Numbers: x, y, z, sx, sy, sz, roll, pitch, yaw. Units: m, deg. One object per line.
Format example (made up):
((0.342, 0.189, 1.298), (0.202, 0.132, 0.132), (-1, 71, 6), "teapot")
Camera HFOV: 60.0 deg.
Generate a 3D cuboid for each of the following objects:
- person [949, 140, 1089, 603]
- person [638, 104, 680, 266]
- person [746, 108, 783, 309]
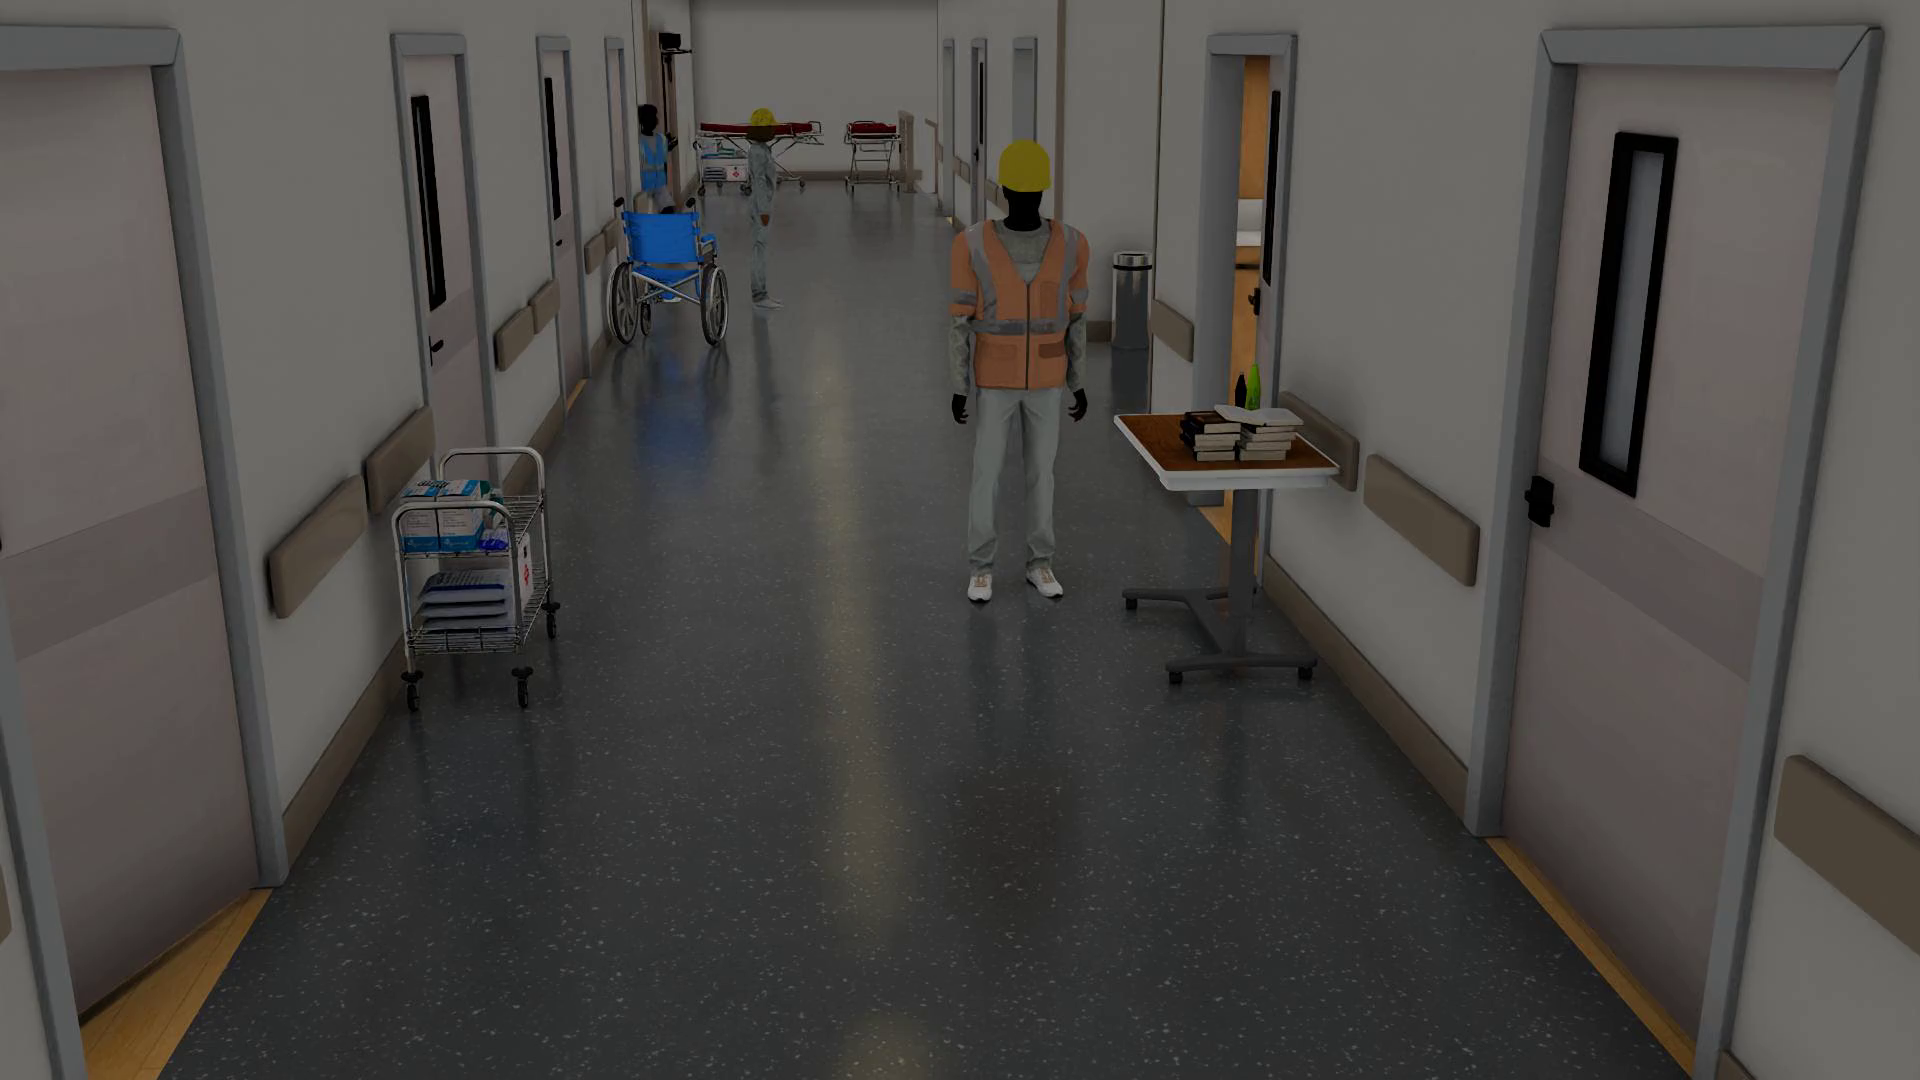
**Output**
((0.253, -0.682, 6.926), (0.594, 1.922, 0.386), (-3, 17, -10), "person")
((-3.228, -3.694, 17.406), (0.539, 1.678, 0.607), (-15, 22, -40), "person")
((-1.736, -2.937, 14.773), (0.302, 1.745, 0.483), (-2, 17, -6), "person")
